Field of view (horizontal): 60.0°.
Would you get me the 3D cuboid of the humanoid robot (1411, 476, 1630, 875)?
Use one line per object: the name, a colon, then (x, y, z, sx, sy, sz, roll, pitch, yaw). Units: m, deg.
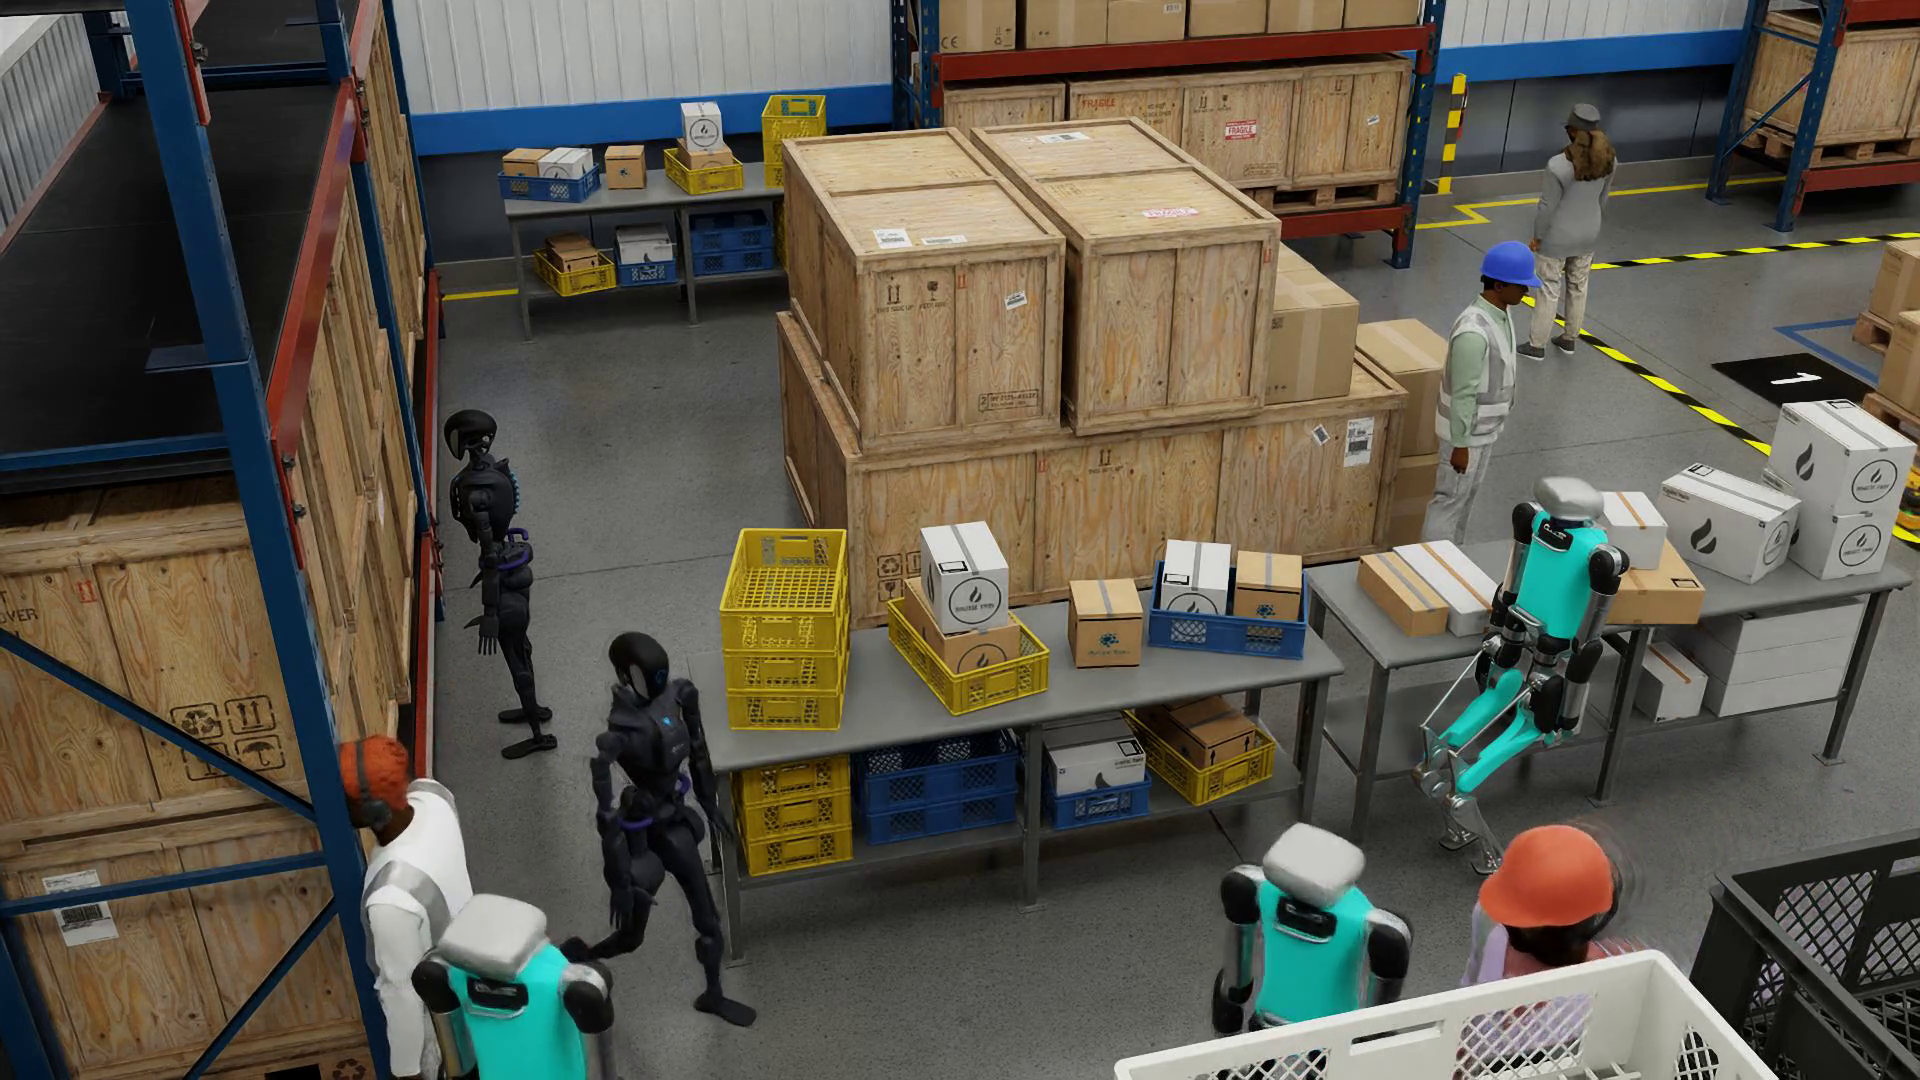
humanoid robot: (2.058, 0.570, 6.425, 0.735, 1.673, 0.533, -12, 31, -21)

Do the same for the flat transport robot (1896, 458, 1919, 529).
flat transport robot: (5.960, -0.375, 9.769, 1.431, 0.197, 0.652, -7, 30, -13)

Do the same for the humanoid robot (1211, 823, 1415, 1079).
humanoid robot: (0.806, 1.719, 4.535, 0.537, 1.814, 0.904, 16, 33, 26)

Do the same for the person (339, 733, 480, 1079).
person: (-1.591, 1.360, 4.982, 0.357, 1.878, 0.579, -1, 29, -1)

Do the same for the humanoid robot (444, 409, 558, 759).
humanoid robot: (-2.023, 0.192, 7.292, 0.315, 1.657, 0.599, -6, 29, -11)

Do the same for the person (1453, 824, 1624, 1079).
person: (1.529, 1.567, 4.461, 0.540, 2.024, 0.610, -12, 31, -21)

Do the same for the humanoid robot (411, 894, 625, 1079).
humanoid robot: (-1.184, 1.832, 4.313, 0.552, 1.791, 0.857, 6, 29, 11)

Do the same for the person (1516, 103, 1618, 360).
person: (4.152, -2.084, 11.346, 0.560, 1.765, 0.400, -11, 31, -20)

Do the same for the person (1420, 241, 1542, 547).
person: (2.615, -0.586, 8.455, 0.405, 1.940, 0.604, 16, 33, 26)

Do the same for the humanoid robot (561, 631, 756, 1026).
humanoid robot: (-1.113, 1.013, 5.863, 0.755, 1.632, 0.588, 15, 32, 25)
